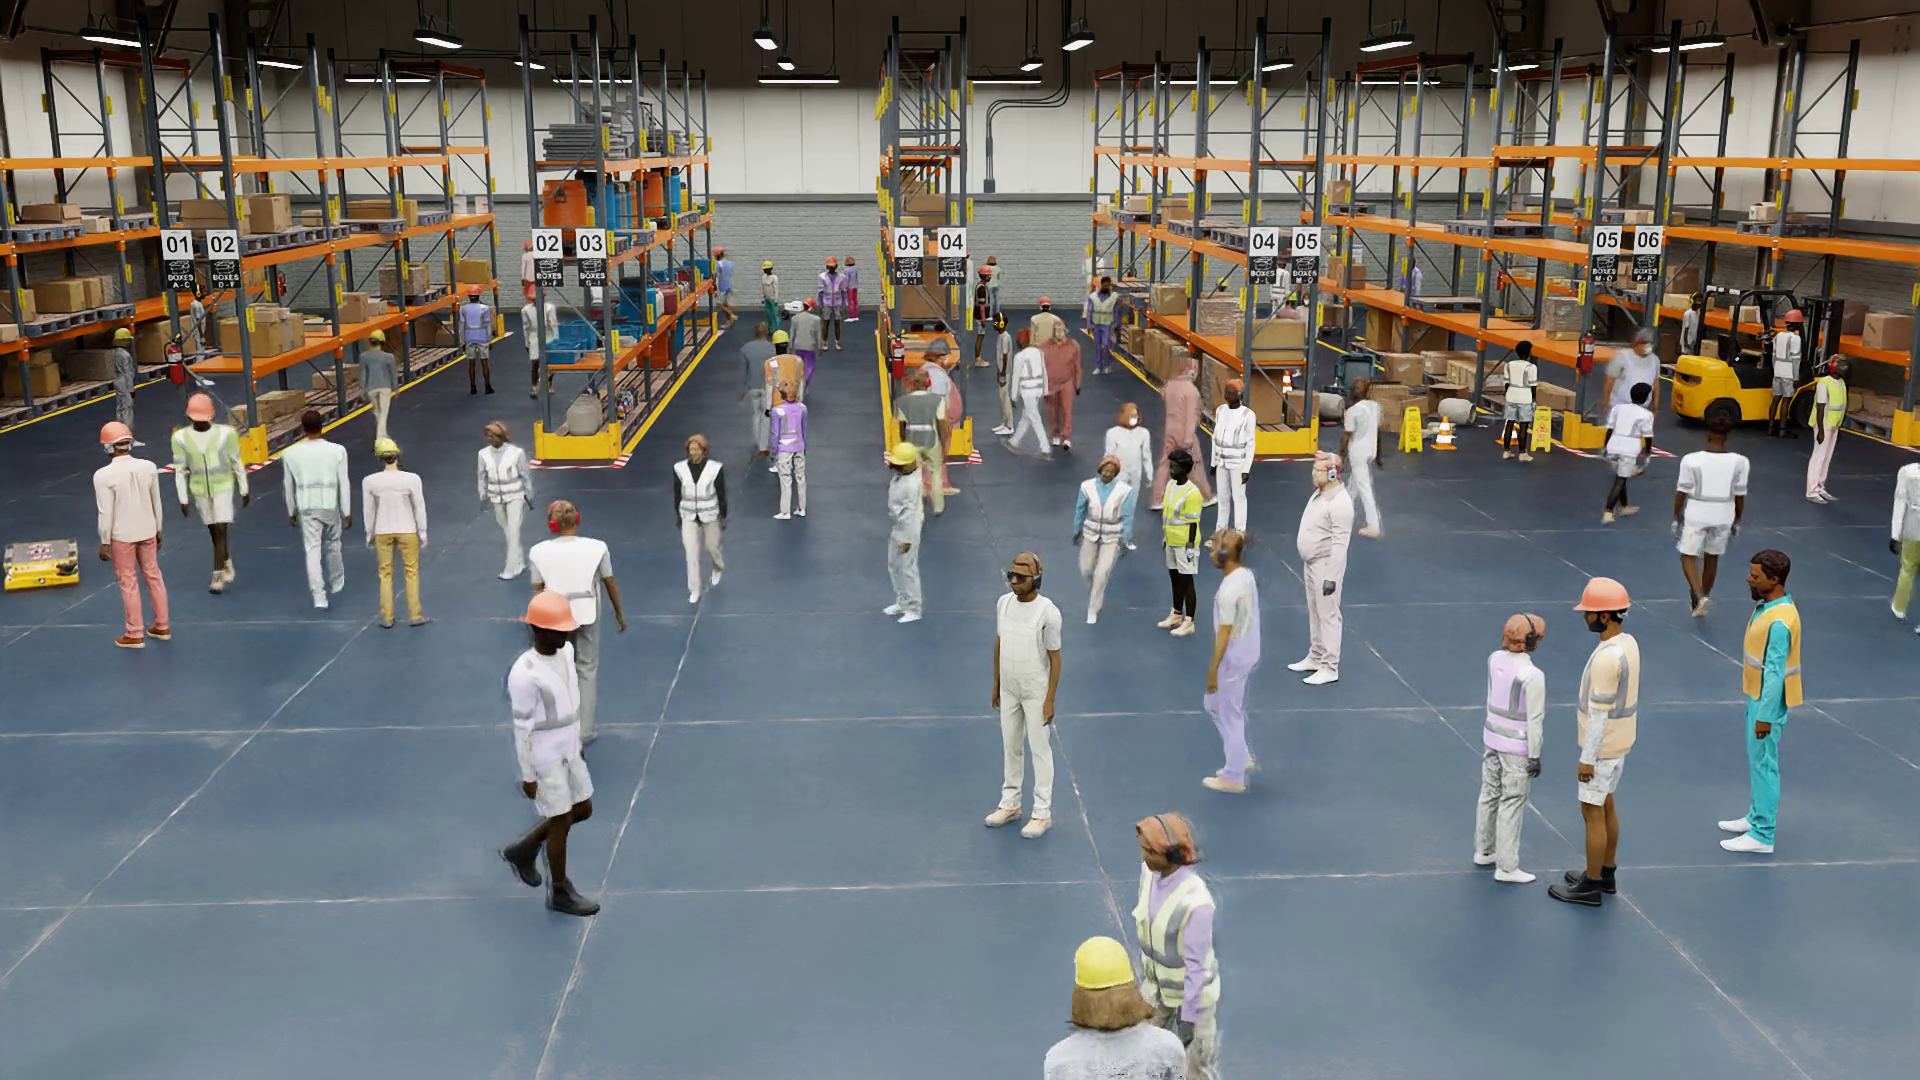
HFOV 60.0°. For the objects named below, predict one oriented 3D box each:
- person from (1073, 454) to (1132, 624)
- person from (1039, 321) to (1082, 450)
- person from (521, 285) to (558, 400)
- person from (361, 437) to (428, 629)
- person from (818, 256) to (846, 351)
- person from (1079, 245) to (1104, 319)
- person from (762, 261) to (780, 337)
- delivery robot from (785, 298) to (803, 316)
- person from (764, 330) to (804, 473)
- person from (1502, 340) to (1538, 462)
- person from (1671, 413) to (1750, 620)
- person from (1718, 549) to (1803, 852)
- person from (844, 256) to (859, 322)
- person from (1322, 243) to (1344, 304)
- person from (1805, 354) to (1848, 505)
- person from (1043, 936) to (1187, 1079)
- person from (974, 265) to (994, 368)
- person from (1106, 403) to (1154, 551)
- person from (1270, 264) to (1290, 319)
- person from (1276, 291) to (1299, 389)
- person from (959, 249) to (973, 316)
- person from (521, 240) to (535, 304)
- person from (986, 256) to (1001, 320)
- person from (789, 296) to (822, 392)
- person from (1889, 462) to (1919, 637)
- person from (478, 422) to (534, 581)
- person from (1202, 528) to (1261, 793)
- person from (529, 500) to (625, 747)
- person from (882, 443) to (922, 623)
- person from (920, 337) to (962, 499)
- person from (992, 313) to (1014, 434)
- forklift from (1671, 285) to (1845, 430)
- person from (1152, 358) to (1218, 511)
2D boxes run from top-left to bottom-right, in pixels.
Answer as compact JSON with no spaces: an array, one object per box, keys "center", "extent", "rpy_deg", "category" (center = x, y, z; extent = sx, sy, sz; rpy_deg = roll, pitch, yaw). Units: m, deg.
[{"center":[1.328,-0.029,15.323],"extent":[0.545,1.603,0.585],"rpy_deg":[4,14,15],"category":"person"},{"center":[1.447,-2.243,24.165],"extent":[0.635,1.849,0.967],"rpy_deg":[2,13,7],"category":"person"},{"center":[-7.345,-3.477,29.135],"extent":[0.628,1.989,1.070],"rpy_deg":[-1,13,-6],"category":"person"},{"center":[-5.134,-0.054,15.127],"extent":[0.558,1.752,0.335],"rpy_deg":[-2,13,-10],"category":"person"},{"center":[-2.739,-5.085,35.801],"extent":[0.609,2.044,0.394],"rpy_deg":[-2,13,-10],"category":"person"},{"center":[3.386,-6.546,42.367],"extent":[0.682,1.876,0.368],"rpy_deg":[10,17,38],"category":"person"},{"center":[-4.405,-5.579,38.521],"extent":[0.363,1.756,0.524],"rpy_deg":[-12,18,-42],"category":"person"},{"center":[-4.126,-5.895,42.222],"extent":[0.707,0.478,0.477],"rpy_deg":[12,18,43],"category":"delivery robot"},{"center":[-2.374,-1.858,22.382],"extent":[0.587,1.928,0.364],"rpy_deg":[-10,16,-35],"category":"person"},{"center":[7.821,-1.939,23.215],"extent":[0.318,1.699,0.535],"rpy_deg":[-9,16,-35],"category":"person"},{"center":[6.904,-0.199,15.325],"extent":[0.617,1.940,0.727],"rpy_deg":[3,14,11],"category":"person"},{"center":[5.021,0.994,10.345],"extent":[0.380,1.910,0.592],"rpy_deg":[5,14,20],"category":"person"},{"center":[-2.751,-6.328,41.944],"extent":[0.286,1.633,0.501],"rpy_deg":[9,16,34],"category":"person"},{"center":[9.956,-6.966,44.098],"extent":[0.477,1.889,0.659],"rpy_deg":[8,16,31],"category":"person"},{"center":[10.692,-1.377,20.514],"extent":[0.563,1.847,0.390],"rpy_deg":[-12,18,-41],"category":"person"},{"center":[0.516,2.180,5.734],"extent":[0.524,1.699,0.715],"rpy_deg":[-3,14,-11],"category":"person"},{"center":[0.478,-4.464,33.205],"extent":[0.412,2.035,0.605],"rpy_deg":[0,13,1],"category":"person"},{"center":[1.852,-0.674,18.010],"extent":[0.516,1.619,0.446],"rpy_deg":[-4,14,-18],"category":"person"},{"center":[7.339,-5.557,38.162],"extent":[0.358,1.880,0.575],"rpy_deg":[-9,16,-33],"category":"person"},{"center":[5.966,-3.642,30.285],"extent":[0.328,1.769,0.526],"rpy_deg":[-11,17,-39],"category":"person"},{"center":[0.153,-6.721,43.380],"extent":[0.351,1.743,0.570],"rpy_deg":[5,14,22],"category":"person"},{"center":[-11.095,-6.783,43.136],"extent":[0.420,1.975,0.690],"rpy_deg":[12,18,41],"category":"person"},{"center":[0.818,-6.403,42.292],"extent":[0.506,1.624,0.308],"rpy_deg":[-9,16,-33],"category":"person"},{"center":[-2.752,-3.459,29.575],"extent":[0.612,1.729,0.482],"rpy_deg":[3,14,11],"category":"person"},{"center":[8.745,-0.099,15.039],"extent":[0.611,1.871,0.984],"rpy_deg":[5,14,19],"category":"person"},{"center":[-4.622,-0.377,16.789],"extent":[0.520,1.598,0.827],"rpy_deg":[3,14,12],"category":"person"},{"center":[1.820,0.822,11.233],"extent":[0.399,1.828,0.529],"rpy_deg":[4,14,18],"category":"person"},{"center":[-2.800,0.597,12.219],"extent":[0.643,1.810,0.593],"rpy_deg":[-2,13,-7],"category":"person"},{"center":[-0.506,-0.066,15.260],"extent":[0.384,1.709,0.533],"rpy_deg":[-6,14,-23],"category":"person"},{"center":[-0.255,-1.529,20.746],"extent":[0.573,2.000,0.698],"rpy_deg":[-3,14,-13],"category":"person"},{"center":[0.654,-2.547,25.460],"extent":[0.325,1.861,0.504],"rpy_deg":[-1,13,-6],"category":"person"},{"center":[12.503,-2.886,26.166],"extent":[2.313,2.155,1.214],"rpy_deg":[-1,13,-3],"category":"forklift"},{"center":[2.756,-1.269,20.046],"extent":[1.005,1.843,0.681],"rpy_deg":[-7,15,-26],"category":"person"}]
